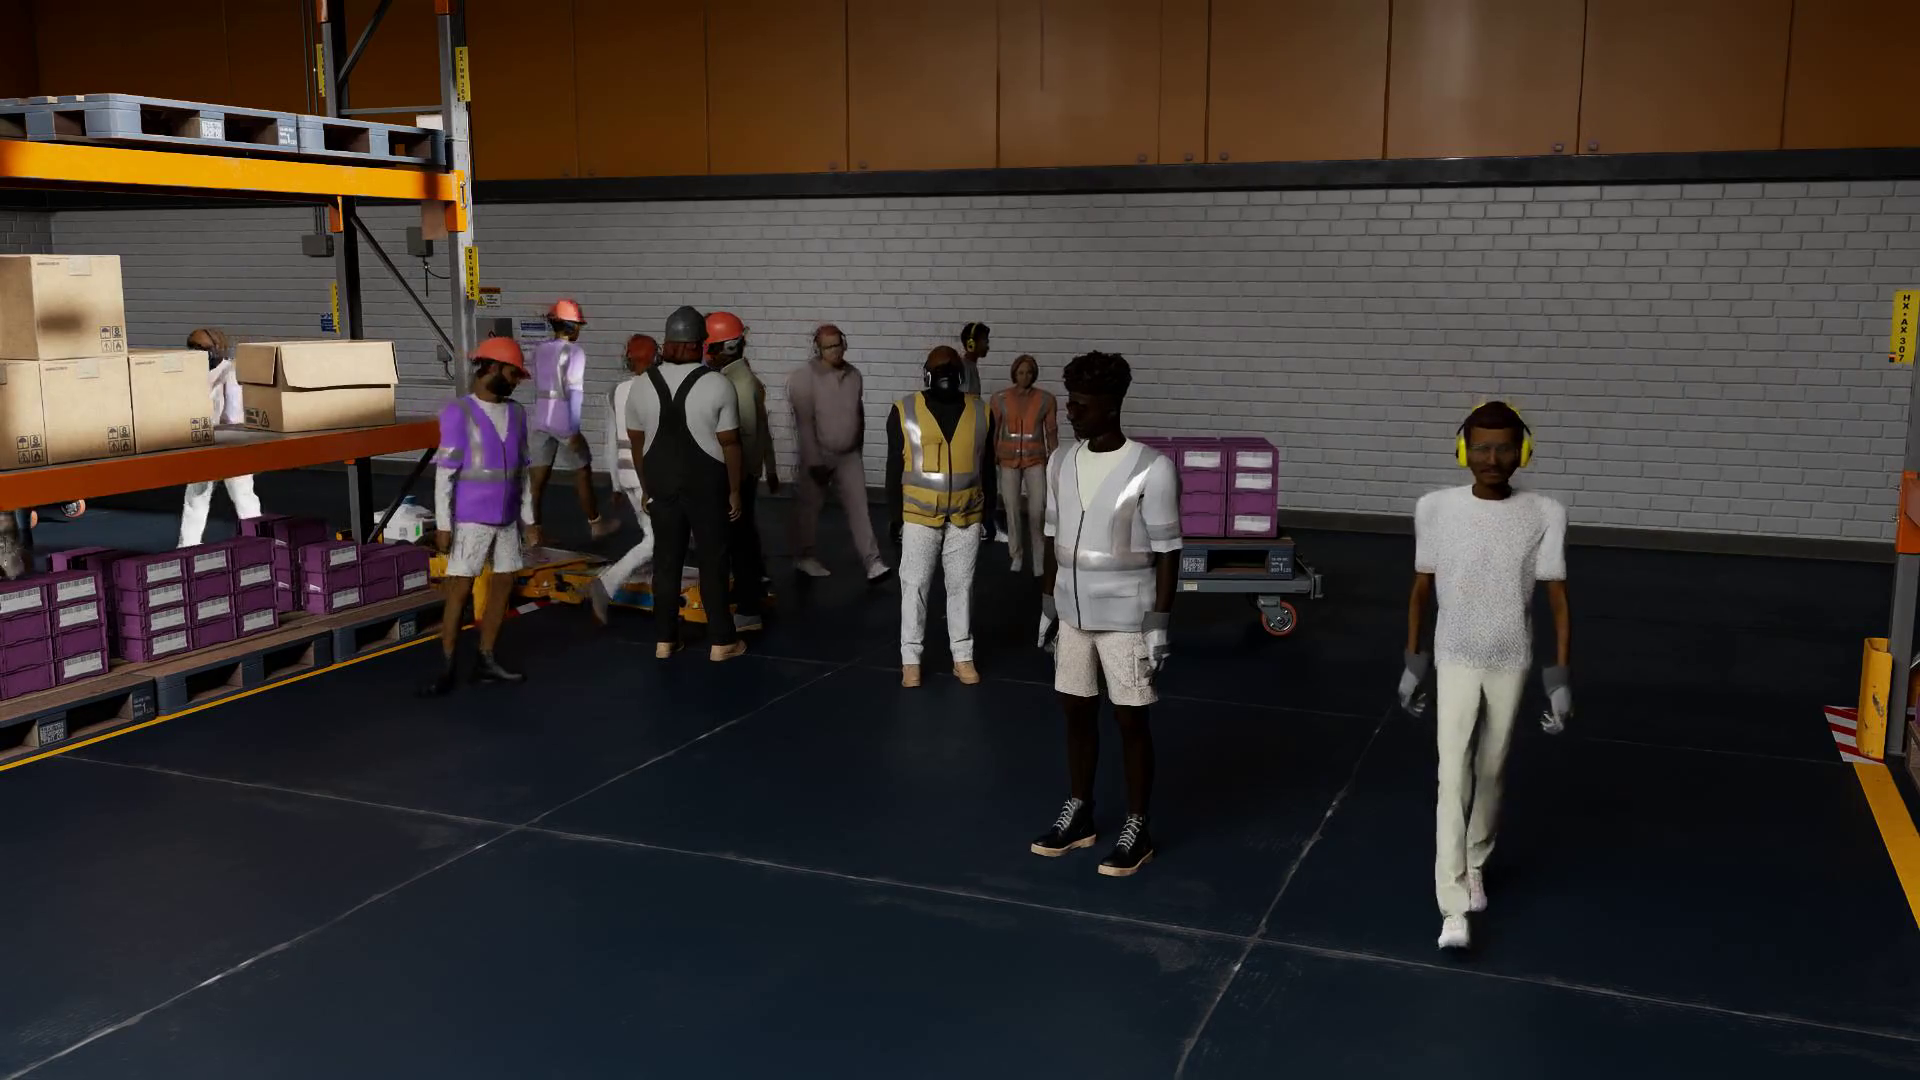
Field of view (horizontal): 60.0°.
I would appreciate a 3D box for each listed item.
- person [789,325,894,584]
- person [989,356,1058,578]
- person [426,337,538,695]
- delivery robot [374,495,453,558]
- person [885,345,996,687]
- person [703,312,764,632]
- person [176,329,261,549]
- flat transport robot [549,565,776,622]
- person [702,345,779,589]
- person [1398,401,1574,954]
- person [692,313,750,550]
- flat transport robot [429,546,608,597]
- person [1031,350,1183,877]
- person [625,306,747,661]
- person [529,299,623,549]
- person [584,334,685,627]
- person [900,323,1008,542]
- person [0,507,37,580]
[{"bbox_3d":[-0.883,-0.601,11.858,0.662,1.852,1.000,-8,12,-39],"label":"person"},{"bbox_3d":[0.447,-0.528,12.146,0.522,1.613,0.704,1,9,5],"label":"person"},{"bbox_3d":[-2.567,-0.123,8.860,0.364,1.896,0.710,6,11,34],"label":"person"},{"bbox_3d":[-4.103,-0.088,12.385,0.707,0.478,0.477,7,12,38],"label":"delivery robot"},{"bbox_3d":[-0.094,-0.125,9.000,0.619,1.845,0.430,-2,10,-13],"label":"person"},{"bbox_3d":[-1.417,-0.422,10.365,0.392,1.986,0.610,-3,10,-15],"label":"person"},{"bbox_3d":[-5.510,-0.627,12.151,0.650,1.802,0.876,6,11,31],"label":"person"},{"bbox_3d":[-1.986,0.323,11.036,1.431,0.197,0.652,6,11,32],"label":"flat transport robot"},{"bbox_3d":[-1.586,-0.503,11.185,0.648,1.863,0.992,7,12,37],"label":"person"},{"bbox_3d":[1.761,0.452,5.558,0.554,1.818,0.957,2,10,14],"label":"person"},{"bbox_3d":[-1.971,-0.827,13.104,0.648,1.888,0.822,-1,9,-6],"label":"person"},{"bbox_3d":[-3.182,0.191,11.836,1.431,0.197,0.652,7,12,38],"label":"flat transport robot"},{"bbox_3d":[0.535,0.272,6.229,0.613,1.958,0.369,9,13,42],"label":"person"},{"bbox_3d":[-1.539,-0.325,9.611,0.688,2.000,0.537,2,10,14],"label":"person"},{"bbox_3d":[-3.140,-0.930,13.406,0.651,1.991,1.004,7,11,35],"label":"person"},{"bbox_3d":[-2.029,-0.354,10.366,0.603,1.851,0.799,7,12,38],"label":"person"},{"bbox_3d":[-0.033,-0.860,13.577,0.969,1.826,0.545,1,9,5],"label":"person"},{"bbox_3d":[-5.434,-0.059,9.275,0.519,1.620,0.511,4,10,22],"label":"person"}]
